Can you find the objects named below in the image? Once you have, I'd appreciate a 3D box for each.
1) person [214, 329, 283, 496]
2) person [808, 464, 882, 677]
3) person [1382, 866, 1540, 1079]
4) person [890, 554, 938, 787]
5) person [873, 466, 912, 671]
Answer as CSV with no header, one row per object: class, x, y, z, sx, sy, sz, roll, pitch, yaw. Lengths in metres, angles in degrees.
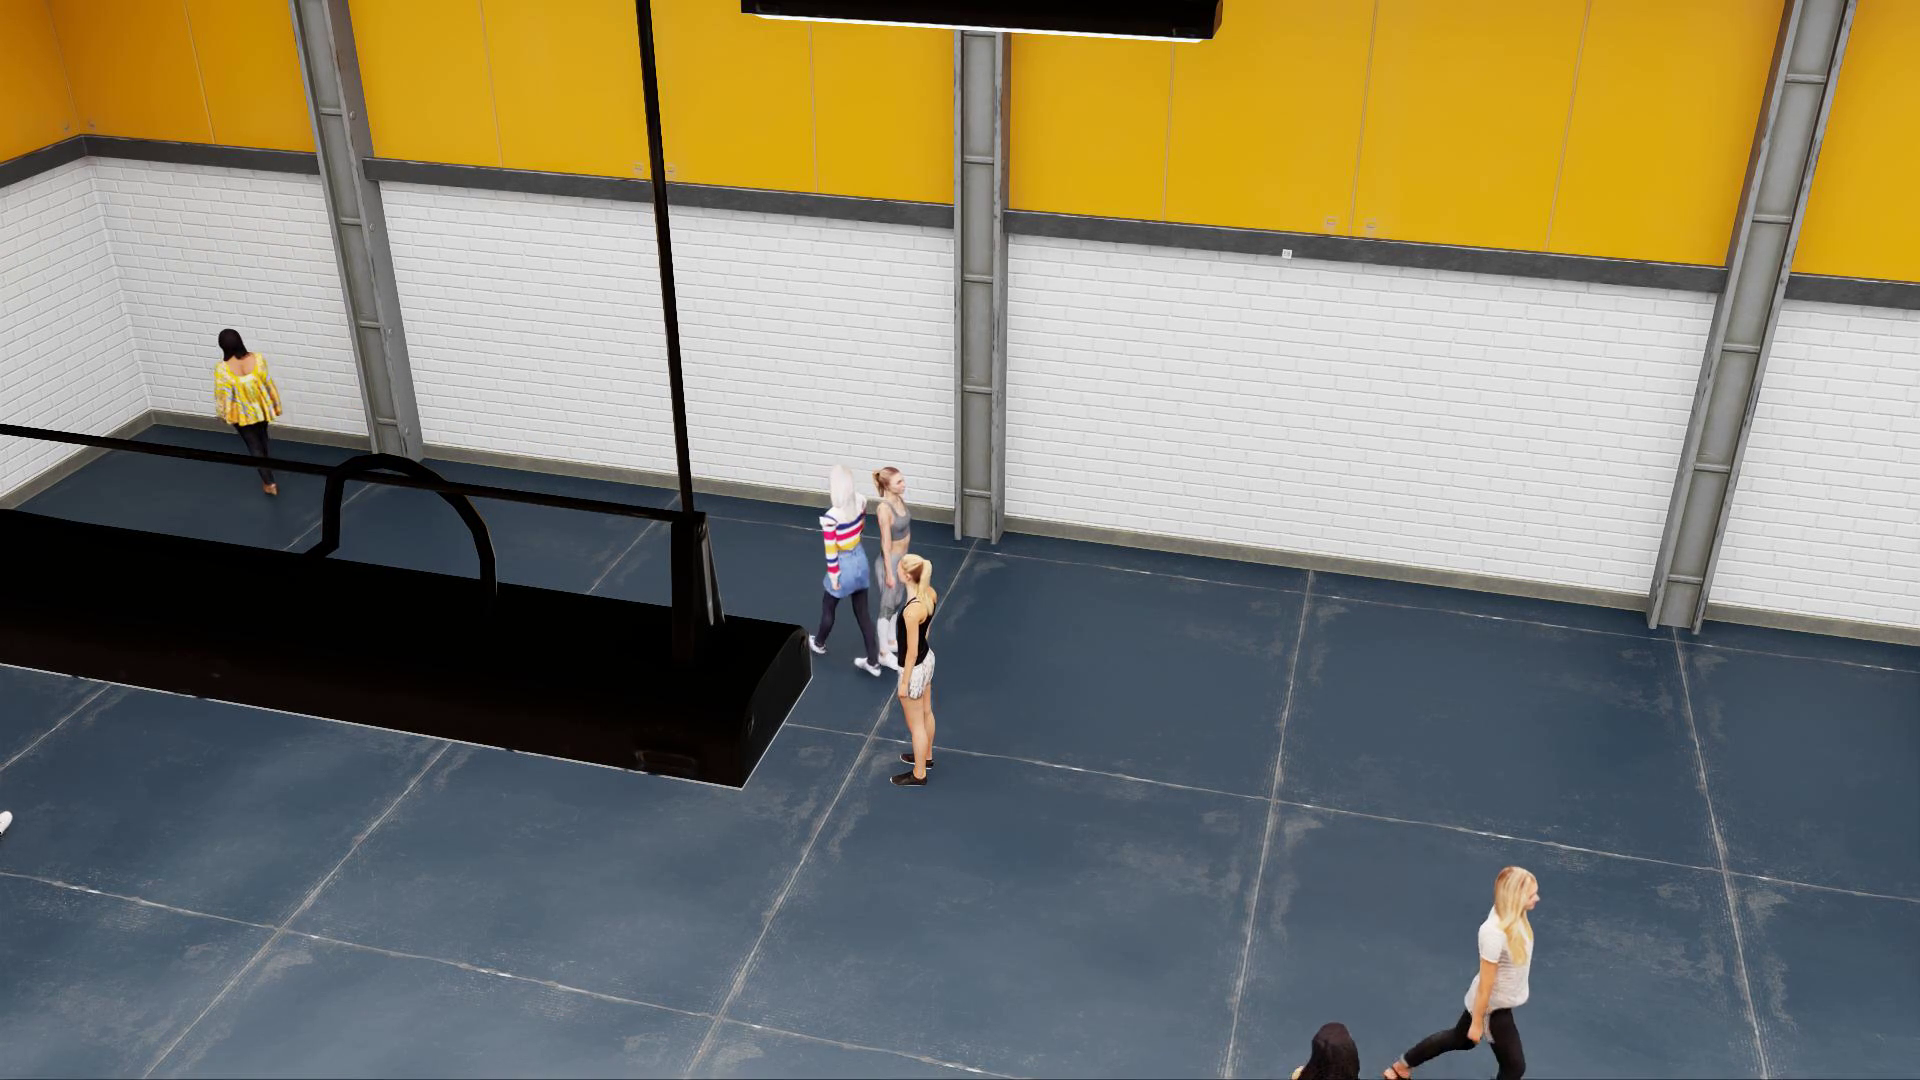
person,-6.651,-1.174,15.660,0.952,1.628,1.061,-25,37,-37
person,-0.804,0.261,12.880,1.138,1.772,0.970,24,37,37
person,2.733,2.444,8.859,1.190,1.789,0.751,12,31,21
person,-0.302,0.887,11.655,0.521,1.846,0.595,8,30,14
person,-0.537,0.196,13.072,0.545,1.702,0.569,9,30,16
